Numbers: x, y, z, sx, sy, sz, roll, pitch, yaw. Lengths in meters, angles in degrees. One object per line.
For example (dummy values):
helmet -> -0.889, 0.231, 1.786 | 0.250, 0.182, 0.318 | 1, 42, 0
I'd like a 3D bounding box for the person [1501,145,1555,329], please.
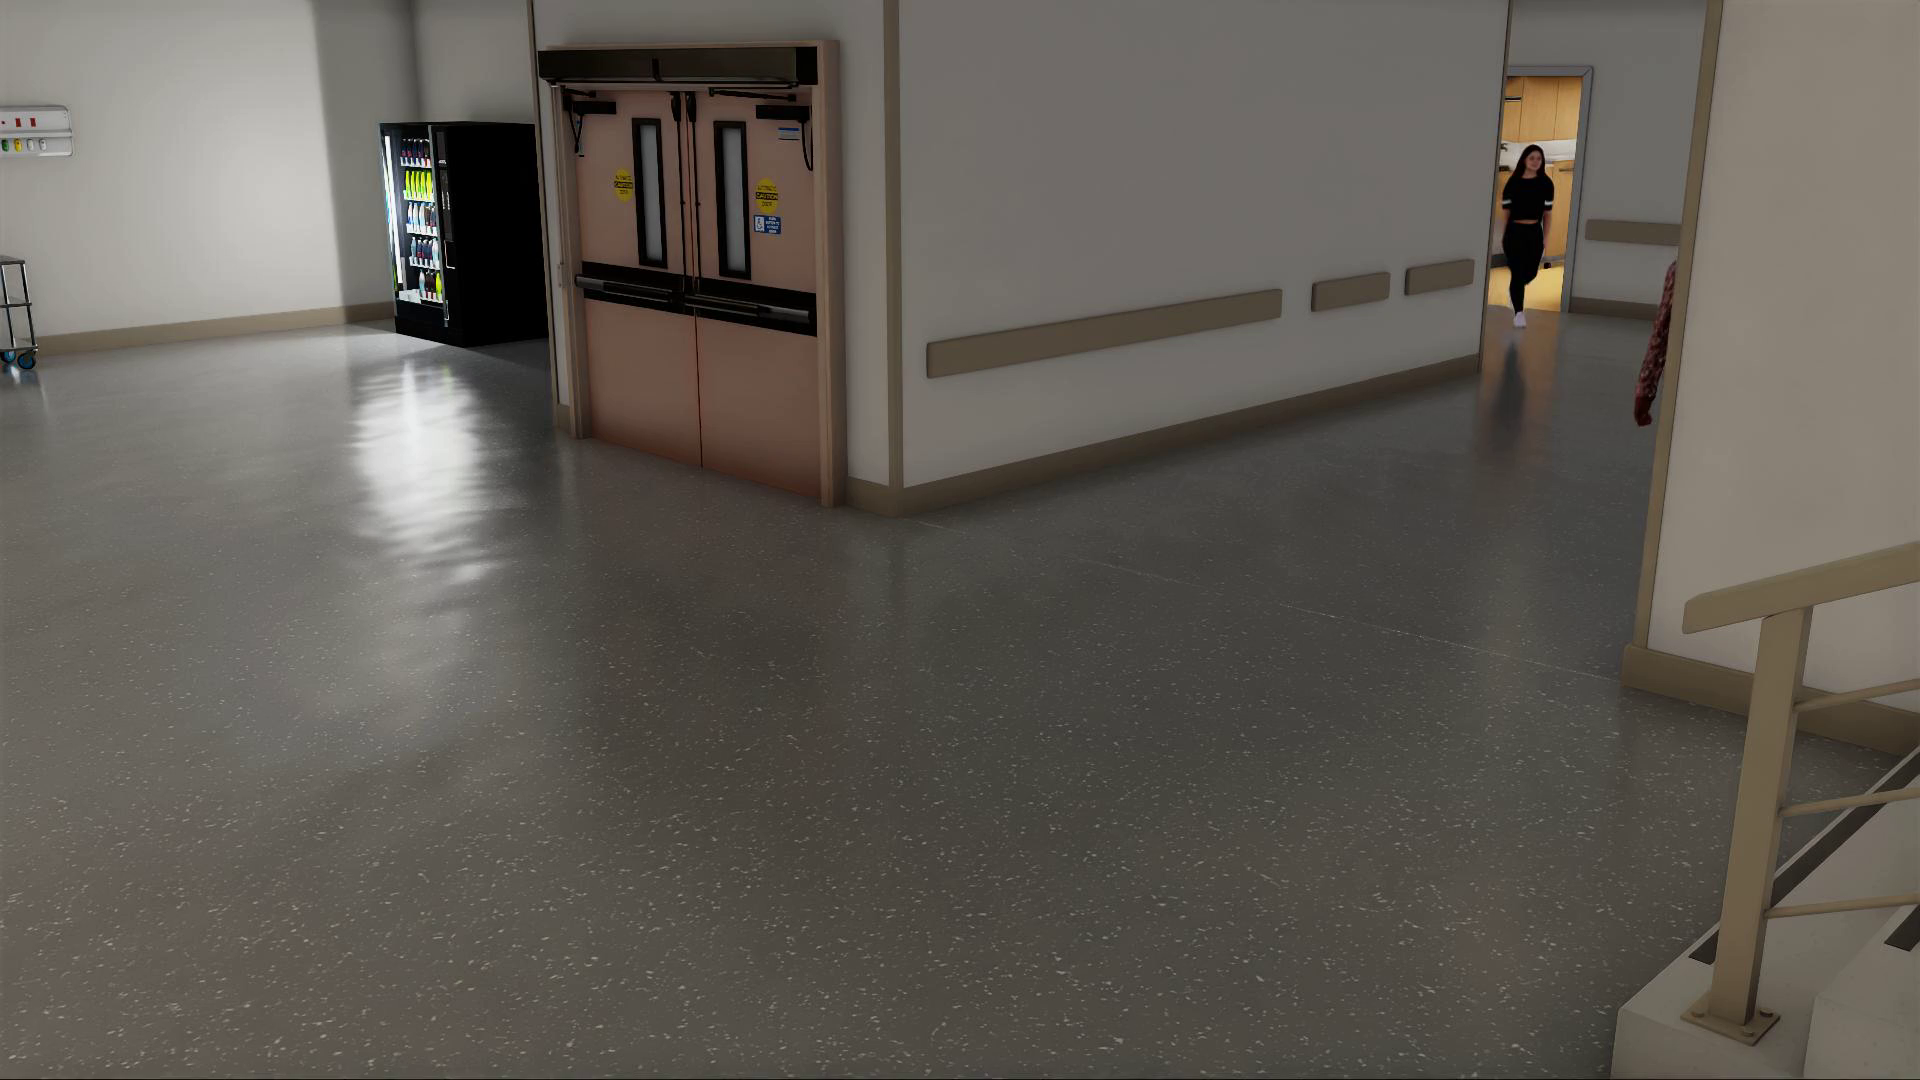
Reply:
person -> 5.105, -2.755, 15.112 | 0.941, 1.624, 0.963 | 2, 16, 7
